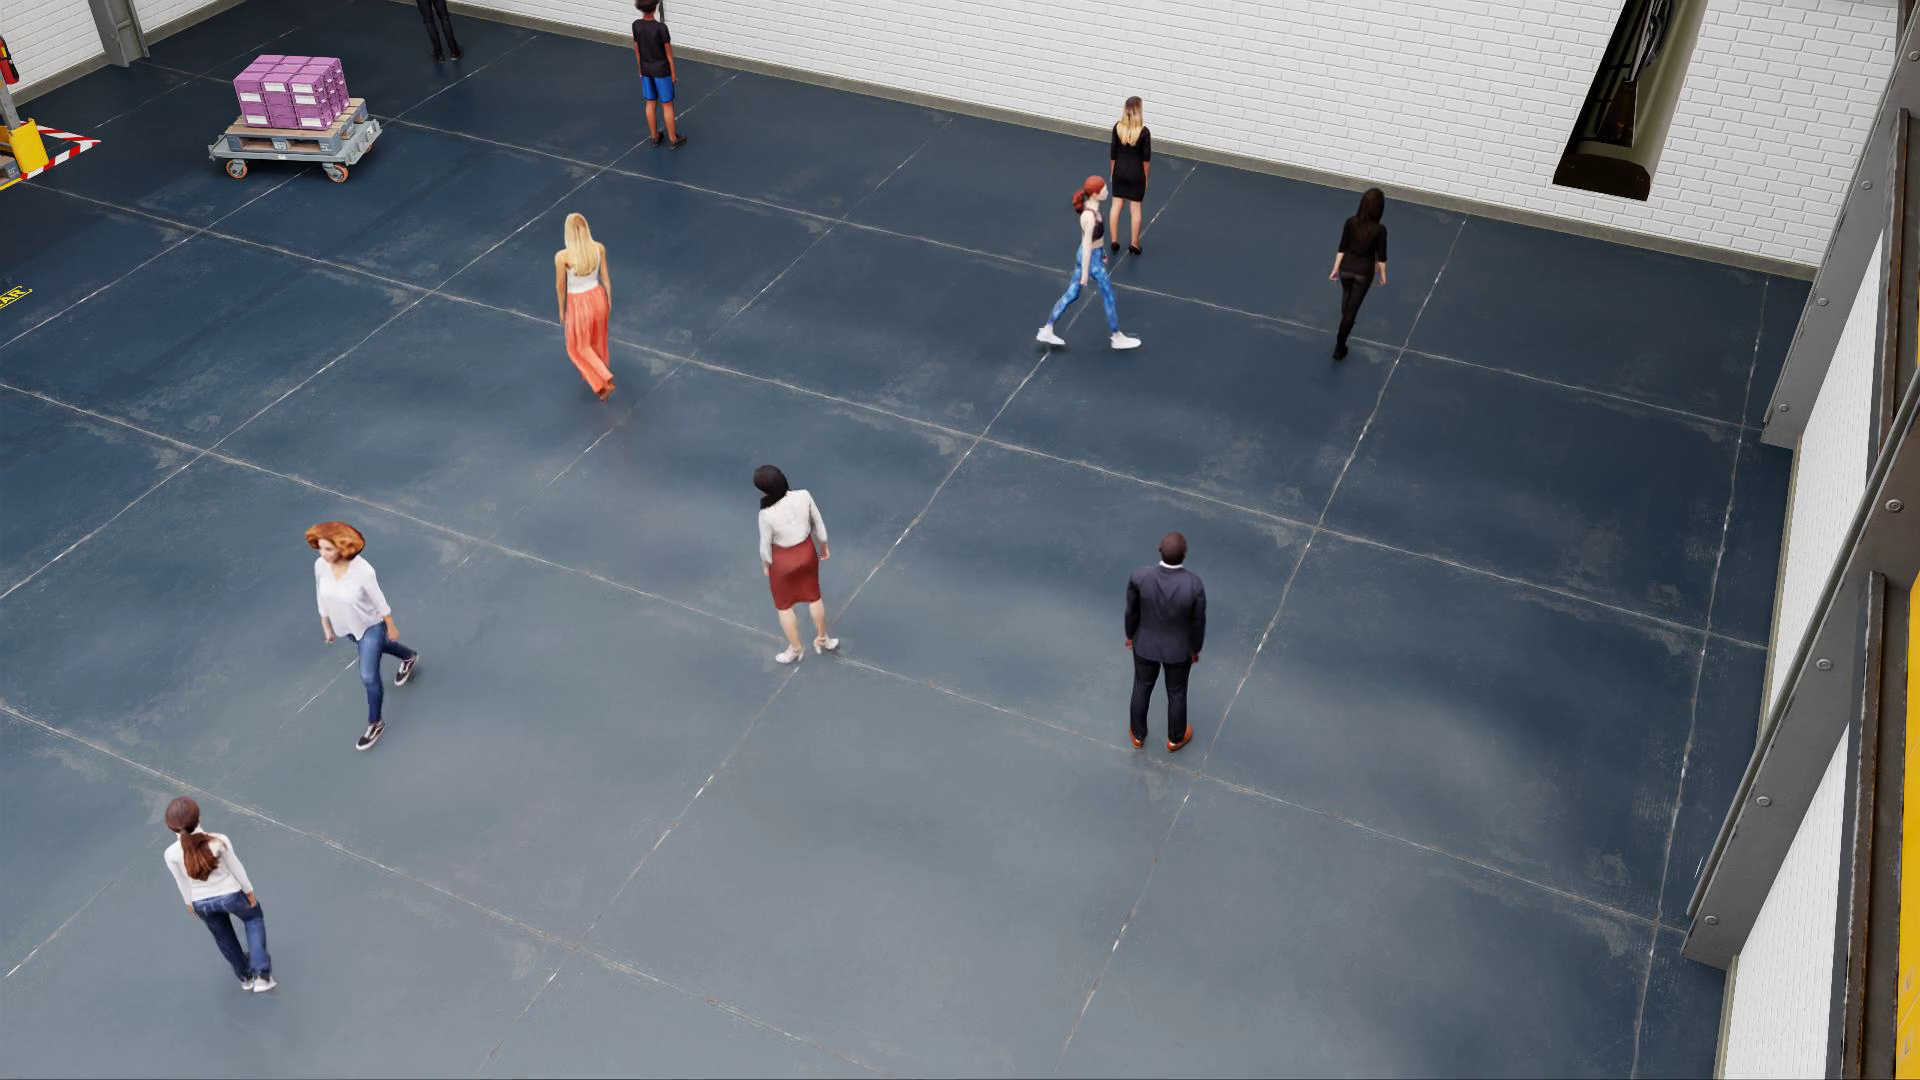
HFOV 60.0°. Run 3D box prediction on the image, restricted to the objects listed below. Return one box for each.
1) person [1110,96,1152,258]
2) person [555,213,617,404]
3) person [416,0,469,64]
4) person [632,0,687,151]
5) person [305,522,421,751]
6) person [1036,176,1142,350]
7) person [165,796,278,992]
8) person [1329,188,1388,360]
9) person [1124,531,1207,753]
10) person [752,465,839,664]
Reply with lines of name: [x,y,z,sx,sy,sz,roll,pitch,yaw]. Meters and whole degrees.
person: [1.679,-3.613,16.541,0.549,1.675,0.463,17,42,20]
person: [-3.195,-1.956,14.374,0.980,1.790,0.957,-24,44,-27]
person: [-6.486,-6.756,20.387,0.721,1.787,0.856,-13,40,-15]
person: [-3.378,-5.221,18.460,0.626,1.793,0.602,10,40,13]
person: [-4.036,0.503,11.386,0.708,1.675,1.147,14,41,17]
person: [1.085,-2.471,15.062,1.018,1.737,1.198,-1,39,-1]
person: [-4.229,2.096,9.494,0.750,1.548,0.800,-15,41,-18]
person: [3.549,-2.368,15.031,0.701,1.615,0.920,23,44,26]
person: [1.354,0.691,11.032,0.706,1.824,0.635,12,40,14]
person: [-1.117,0.160,11.770,0.679,1.733,0.816,-13,41,-16]
